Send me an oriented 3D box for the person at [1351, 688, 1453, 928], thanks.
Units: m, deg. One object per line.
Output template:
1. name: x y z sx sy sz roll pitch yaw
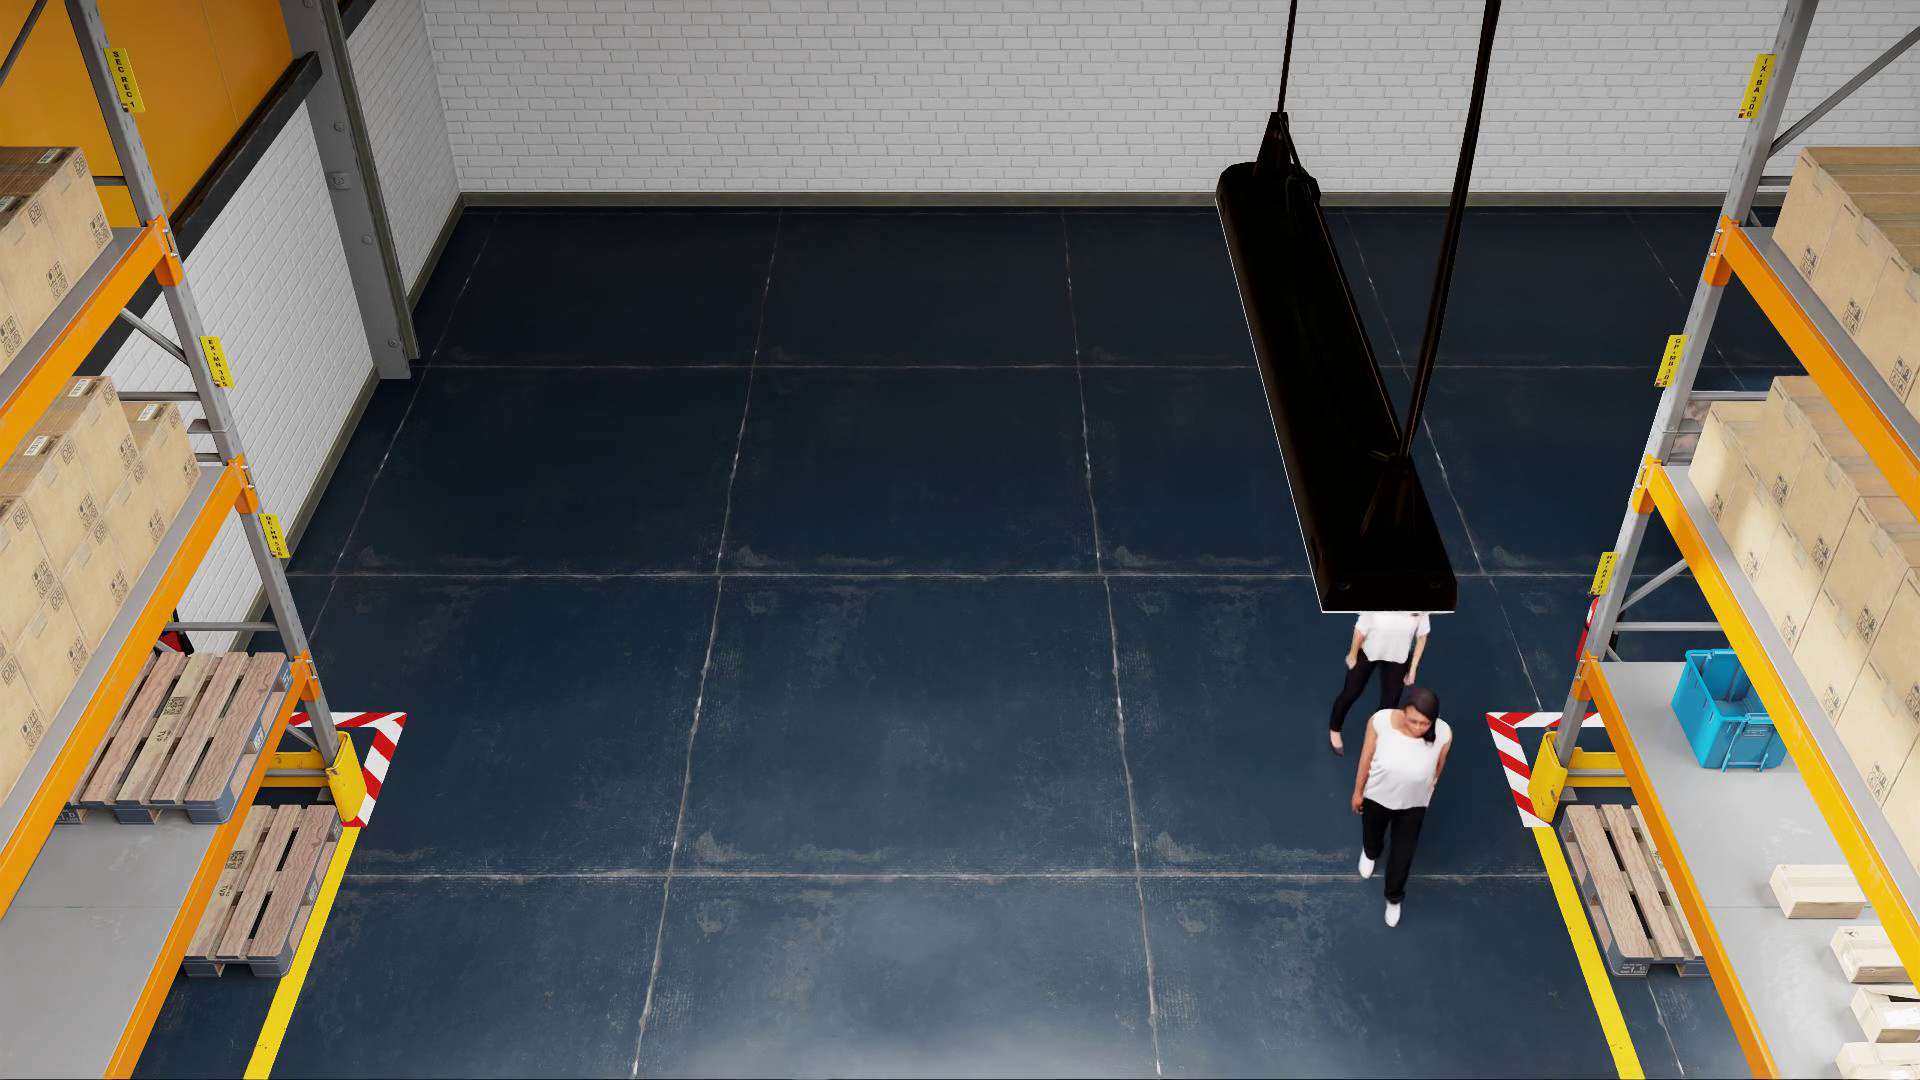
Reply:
1. person: 2.662 1.476 10.143 0.811 1.665 0.972 12 40 15

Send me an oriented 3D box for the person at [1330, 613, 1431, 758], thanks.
1. person: 2.789 0.743 10.977 0.638 1.769 0.645 4 39 5
